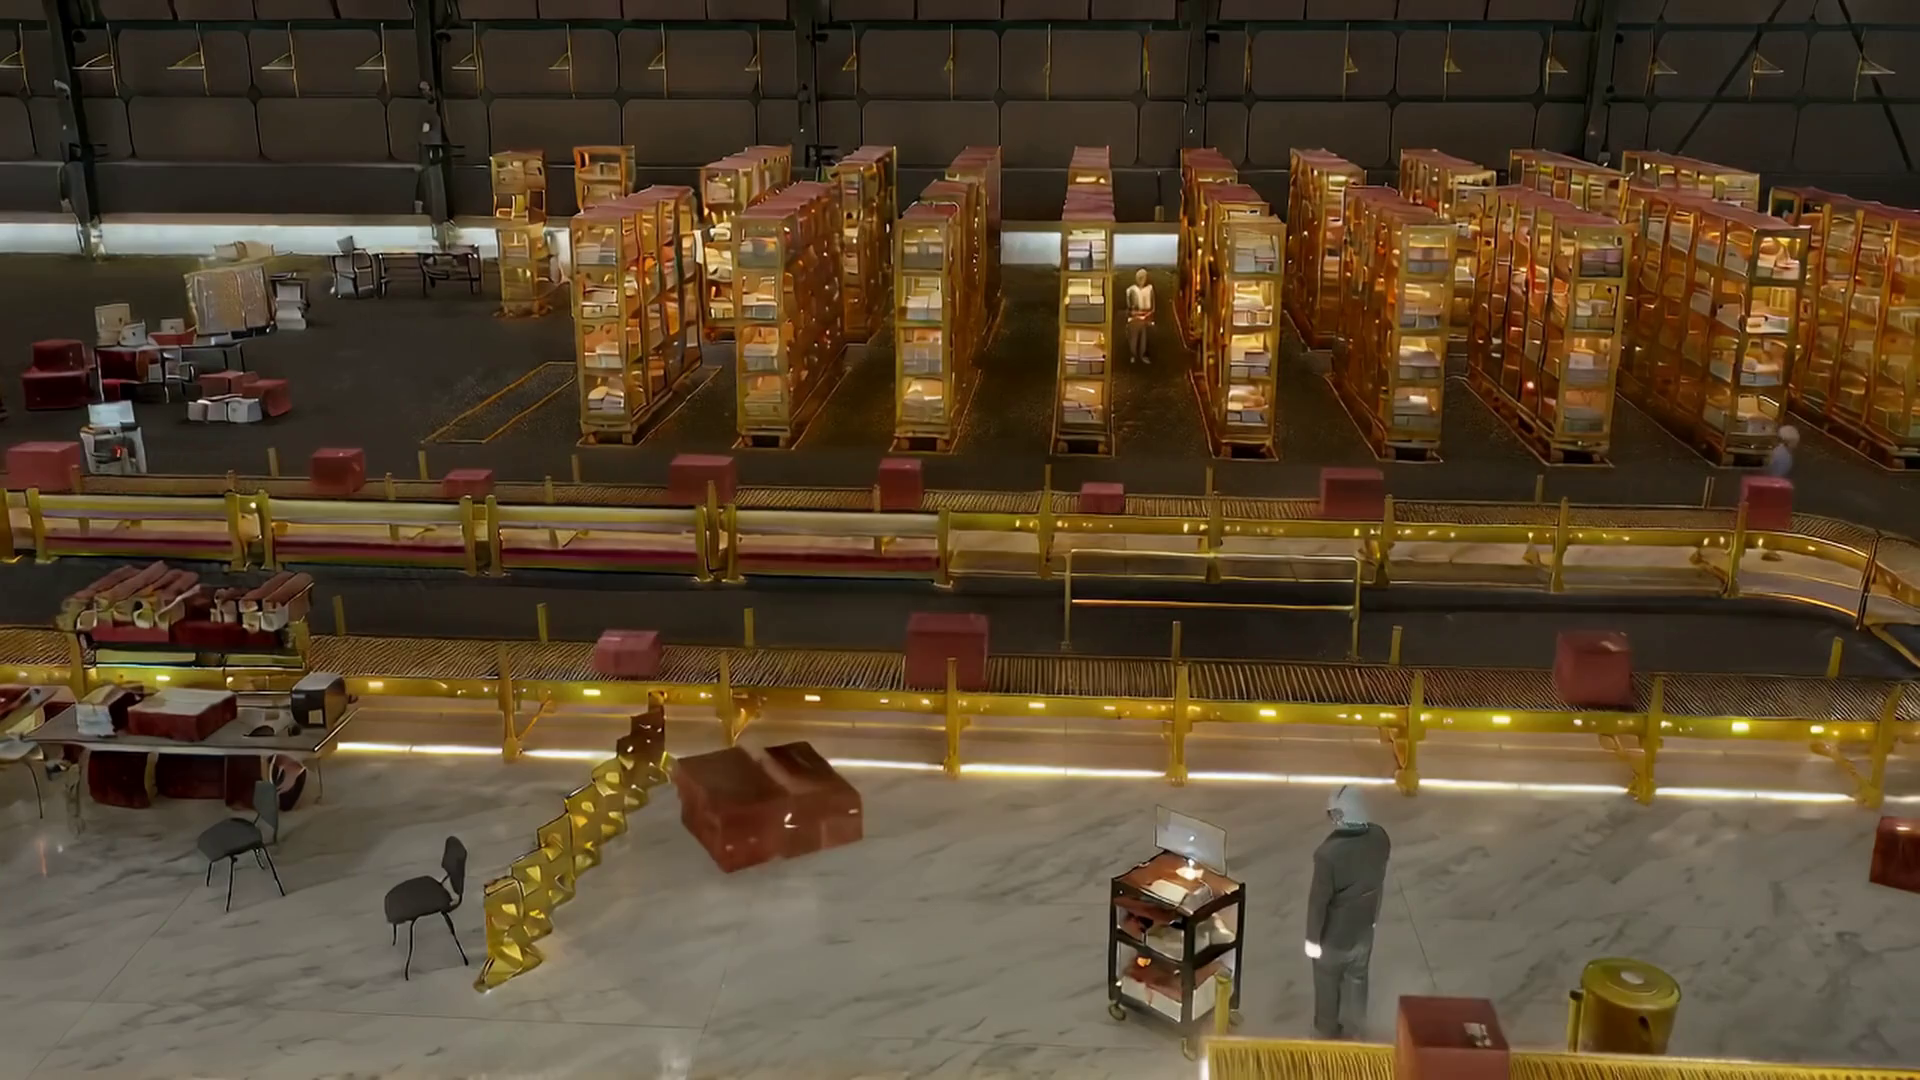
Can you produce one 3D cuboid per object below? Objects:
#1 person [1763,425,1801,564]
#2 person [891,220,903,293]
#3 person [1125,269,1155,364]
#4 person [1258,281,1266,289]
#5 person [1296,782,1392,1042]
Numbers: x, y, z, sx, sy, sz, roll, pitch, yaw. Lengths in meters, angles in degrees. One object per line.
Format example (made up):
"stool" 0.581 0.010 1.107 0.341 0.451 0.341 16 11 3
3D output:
"person" 10.017 -0.605 20.637 0.647 1.748 0.528 14 22 38
"person" -1.510 -6.876 40.390 0.448 1.830 0.562 -2 18 -8
"person" 3.513 -4.354 32.376 0.599 1.832 0.404 -4 18 -13
"person" 6.423 -5.564 35.946 0.376 1.997 0.612 -3 18 -9
"person" 2.454 2.449 10.699 0.640 1.899 0.397 -12 21 -34
